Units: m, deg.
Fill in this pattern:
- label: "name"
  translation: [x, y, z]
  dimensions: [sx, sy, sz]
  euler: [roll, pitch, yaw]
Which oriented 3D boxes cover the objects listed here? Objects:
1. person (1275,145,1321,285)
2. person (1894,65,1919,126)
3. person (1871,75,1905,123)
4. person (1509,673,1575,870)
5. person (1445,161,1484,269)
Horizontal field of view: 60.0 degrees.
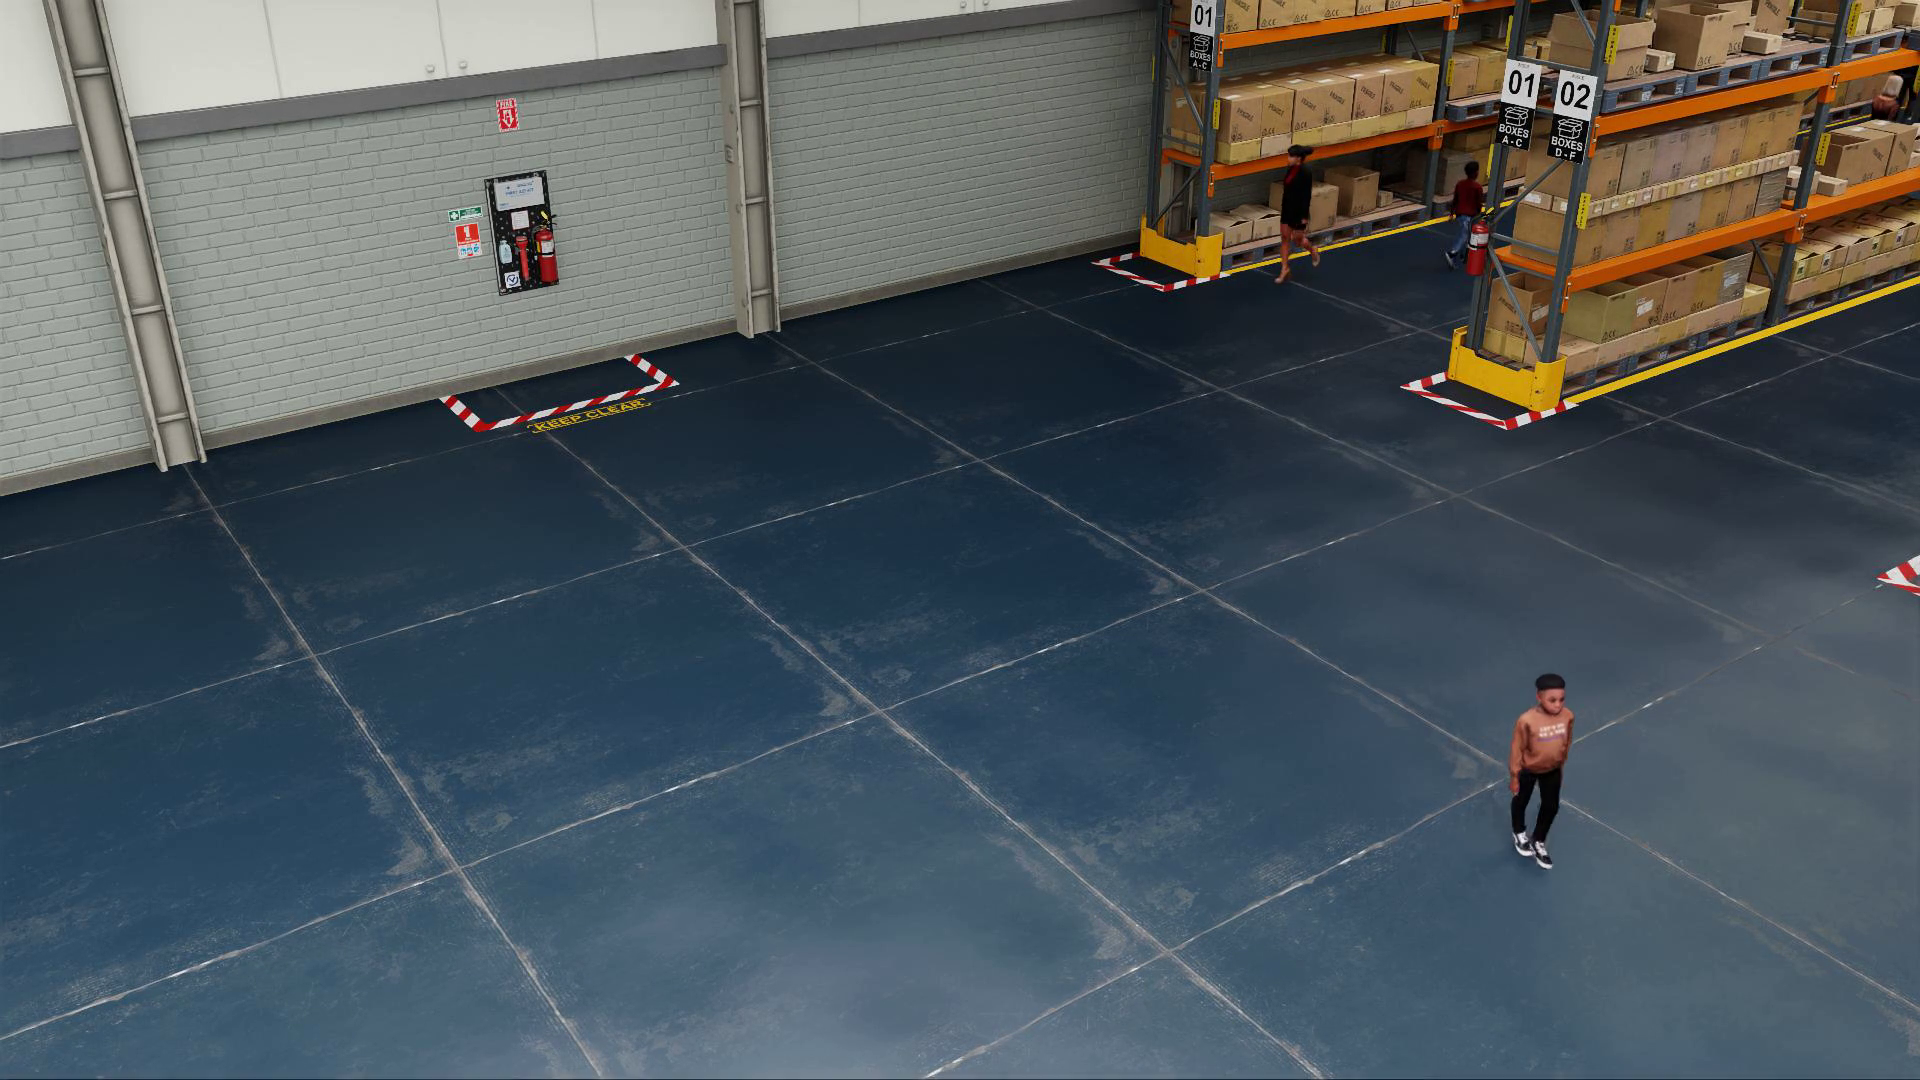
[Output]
- label: "person"
  translation: [3.949, -3.785, 19.373]
  dimensions: [0.826, 1.623, 0.591]
  euler: [-16, 31, -28]
- label: "person"
  translation: [14.681, -7.136, 25.827]
  dimensions: [0.700, 1.672, 0.671]
  euler: [-22, 35, -36]
- label: "person"
  translation: [12.147, -5.308, 22.239]
  dimensions: [1.053, 1.707, 0.745]
  euler: [-11, 29, -21]
- label: "person"
  translation: [3.416, 1.308, 9.896]
  dimensions: [0.654, 1.244, 0.720]
  euler: [-2, 27, -4]
- label: "person"
  translation: [6.071, -3.923, 20.058]
  dimensions: [0.860, 1.242, 0.594]
  euler: [-24, 36, -38]
